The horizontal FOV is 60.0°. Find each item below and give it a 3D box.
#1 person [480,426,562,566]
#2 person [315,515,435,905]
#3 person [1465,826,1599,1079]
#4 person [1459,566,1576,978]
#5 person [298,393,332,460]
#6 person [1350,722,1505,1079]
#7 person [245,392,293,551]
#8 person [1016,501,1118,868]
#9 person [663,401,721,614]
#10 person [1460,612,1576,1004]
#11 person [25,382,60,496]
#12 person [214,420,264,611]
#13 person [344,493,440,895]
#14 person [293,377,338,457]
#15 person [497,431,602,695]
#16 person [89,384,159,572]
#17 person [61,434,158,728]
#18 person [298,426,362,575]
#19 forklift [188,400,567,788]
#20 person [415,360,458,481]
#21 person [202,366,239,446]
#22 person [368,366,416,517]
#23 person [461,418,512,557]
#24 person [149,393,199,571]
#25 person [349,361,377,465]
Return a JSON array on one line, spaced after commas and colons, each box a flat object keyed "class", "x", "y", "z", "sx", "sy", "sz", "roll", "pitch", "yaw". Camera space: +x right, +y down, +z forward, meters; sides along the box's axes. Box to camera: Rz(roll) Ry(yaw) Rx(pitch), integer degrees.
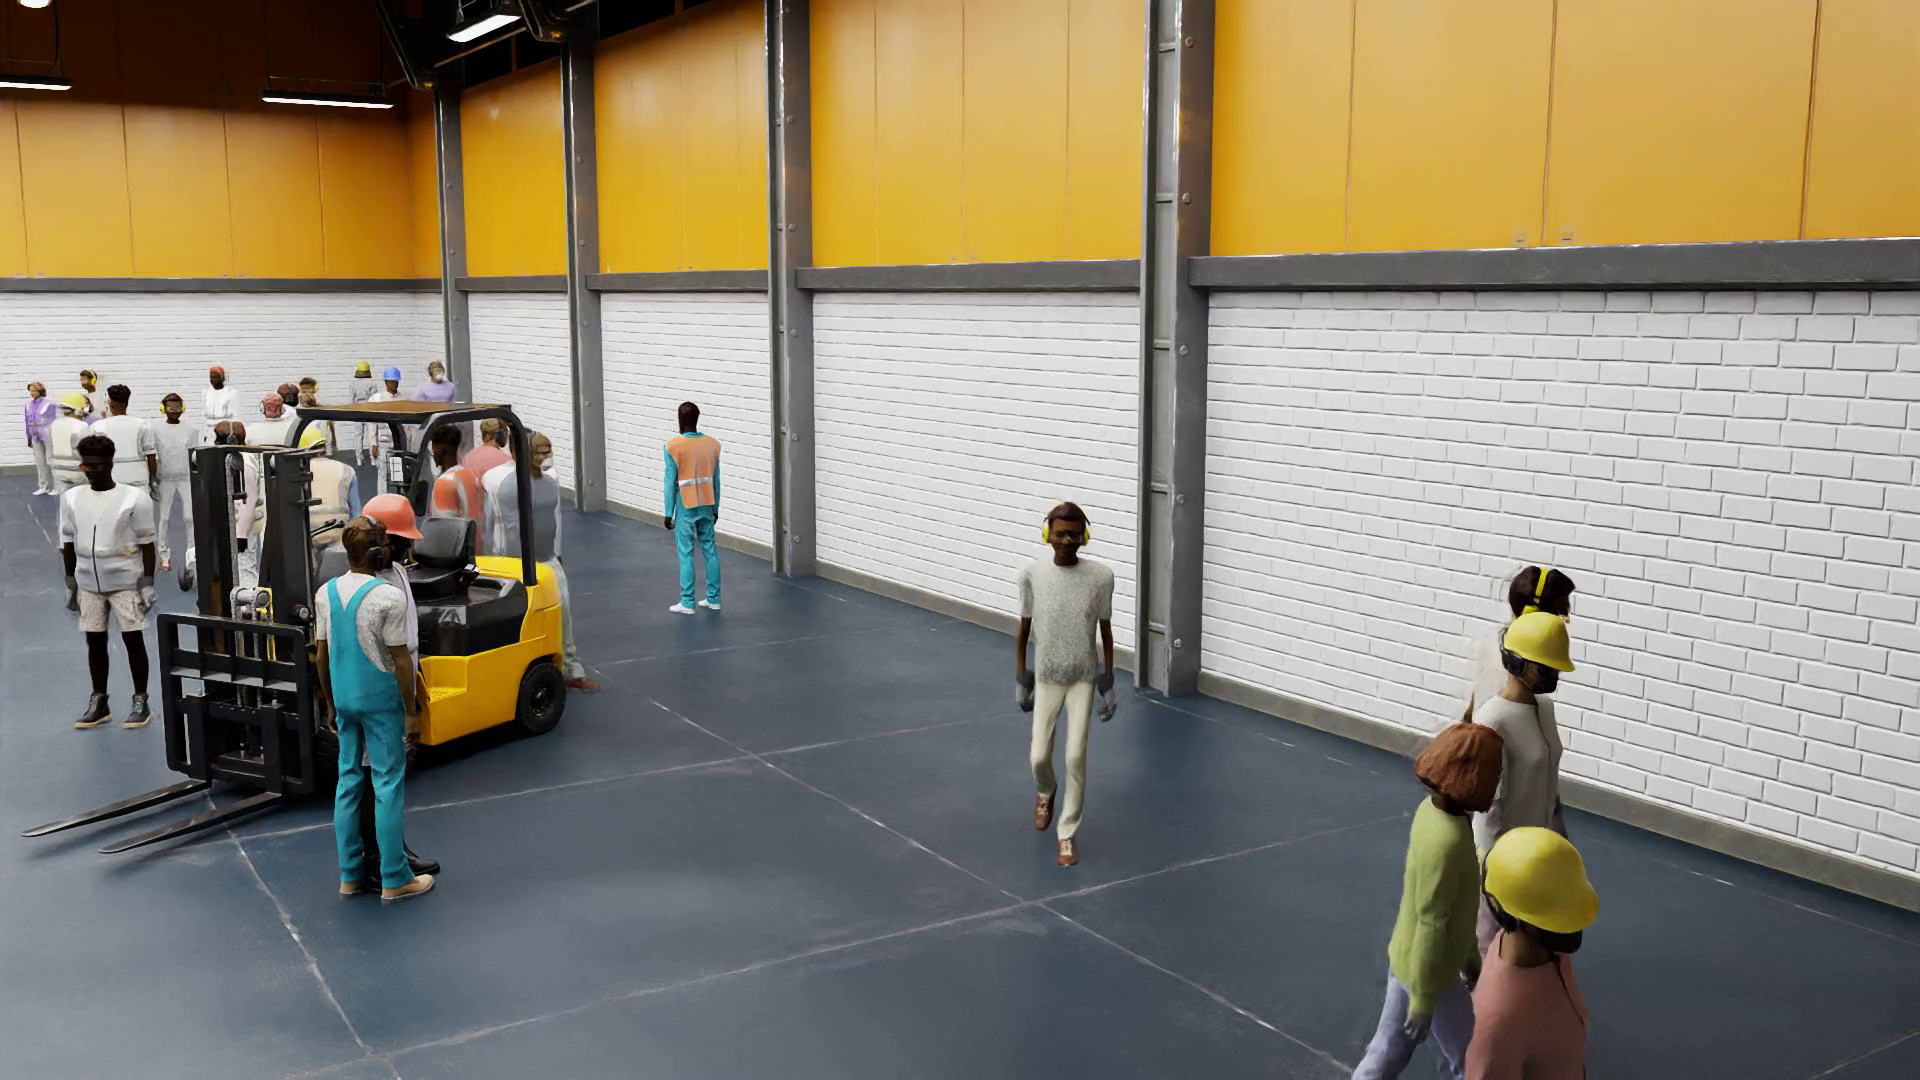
[{"class": "person", "x": -3.341, "y": 0.081, "z": 12.621, "sx": 0.608, "sy": 1.878, "sz": 0.611, "roll": 0, "pitch": 8, "yaw": -3}, {"class": "person", "x": -2.783, "y": 0.800, "z": 7.867, "sx": 0.514, "sy": 1.843, "sz": 0.327, "roll": 3, "pitch": 9, "yaw": 21}, {"class": "person", "x": 1.288, "y": 1.454, "z": 3.871, "sx": 0.784, "sy": 1.716, "sz": 0.528, "roll": 3, "pitch": 9, "yaw": 20}, {"class": "person", "x": 2.239, "y": 0.998, "z": 6.563, "sx": 0.671, "sy": 1.834, "sz": 0.560, "roll": -1, "pitch": 8, "yaw": -4}, {"class": "person", "x": -8.353, "y": -1.070, "z": 21.279, "sx": 0.519, "sy": 1.607, "sz": 0.754, "roll": 4, "pitch": 10, "yaw": 27}, {"class": "person", "x": 1.524, "y": 1.336, "z": 5.101, "sx": 0.882, "sy": 1.576, "sz": 0.514, "roll": 2, "pitch": 9, "yaw": 13}, {"class": "person", "x": -6.732, "y": -0.500, "z": 16.423, "sx": 0.642, "sy": 1.909, "sz": 0.409, "roll": -5, "pitch": 10, "yaw": -28}, {"class": "person", "x": 0.549, "y": 0.705, "z": 8.498, "sx": 0.519, "sy": 1.851, "sz": 0.548, "roll": 1, "pitch": 8, "yaw": 5}, {"class": "person", "x": -2.401, "y": -0.291, "z": 15.028, "sx": 0.584, "sy": 1.910, "sz": 0.389, "roll": -8, "pitch": 12, "yaw": -44}, {"class": "person", "x": 2.014, "y": 1.122, "z": 5.995, "sx": 0.326, "sy": 1.760, "sz": 0.524, "roll": 7, "pitch": 11, "yaw": 41}, {"class": "person", "x": -13.065, "y": -1.439, "z": 23.687, "sx": 0.509, "sy": 1.628, "sz": 0.321, "roll": 2, "pitch": 9, "yaw": 13}, {"class": "person", "x": -5.996, "y": -0.076, "z": 13.785, "sx": 0.429, "sy": 1.843, "sz": 0.633, "roll": -5, "pitch": 10, "yaw": -30}, {"class": "person", "x": -2.745, "y": 0.735, "z": 8.023, "sx": 0.366, "sy": 1.930, "sz": 0.542, "roll": 0, "pitch": 8, "yaw": 2}, {"class": "person", "x": -8.551, "y": -1.281, "z": 22.083, "sx": 0.507, "sy": 1.809, "sz": 0.994, "roll": -1, "pitch": 8, "yaw": -4}, {"class": "person", "x": -3.025, "y": 0.175, "z": 11.884, "sx": 0.800, "sy": 1.905, "sz": 0.646, "roll": 4, "pitch": 9, "yaw": 23}, {"class": "person", "x": -8.503, "y": -0.607, "z": 16.942, "sx": 0.613, "sy": 1.965, "sz": 0.361, "roll": -5, "pitch": 10, "yaw": -32}, {"class": "person", "x": -5.633, "y": 0.273, "z": 11.010, "sx": 0.612, "sy": 1.963, "sz": 0.362, "roll": 0, "pitch": 8, "yaw": 0}, {"class": "person", "x": -5.248, "y": -0.035, "z": 13.680, "sx": 0.660, "sy": 1.793, "sz": 0.584, "roll": -5, "pitch": 10, "yaw": -32}, {"class": "forklift", "x": -3.529, "y": 0.258, "z": 10.348, "sx": 1.214, "sy": 2.155, "sz": 2.313, "roll": 4, "pitch": 9, "yaw": 25}, {"class": "person", "x": -7.549, "y": -1.637, "z": 24.032, "sx": 0.635, "sy": 1.921, "sz": 0.571, "roll": -7, "pitch": 11, "yaw": -39}, {"class": "person", "x": -10.309, "y": -1.477, "z": 23.126, "sx": 0.613, "sy": 1.867, "sz": 0.525, "roll": 2, "pitch": 9, "yaw": 12}, {"class": "person", "x": -7.246, "y": -1.240, "z": 21.267, "sx": 0.603, "sy": 1.951, "sz": 0.380, "roll": -6, "pitch": 11, "yaw": -36}, {"class": "person", "x": -3.742, "y": -0.048, "z": 13.343, "sx": 0.629, "sy": 1.934, "sz": 0.370, "roll": 6, "pitch": 10, "yaw": 34}, {"class": "person", "x": -8.158, "y": -0.605, "z": 17.308, "sx": 0.523, "sy": 1.860, "sz": 0.317, "roll": -5, "pitch": 10, "yaw": -28}, {"class": "person", "x": -9.984, "y": -2.125, "z": 27.925, "sx": 0.485, "sy": 1.744, "sz": 0.309, "roll": 1, "pitch": 8, "yaw": 6}]
